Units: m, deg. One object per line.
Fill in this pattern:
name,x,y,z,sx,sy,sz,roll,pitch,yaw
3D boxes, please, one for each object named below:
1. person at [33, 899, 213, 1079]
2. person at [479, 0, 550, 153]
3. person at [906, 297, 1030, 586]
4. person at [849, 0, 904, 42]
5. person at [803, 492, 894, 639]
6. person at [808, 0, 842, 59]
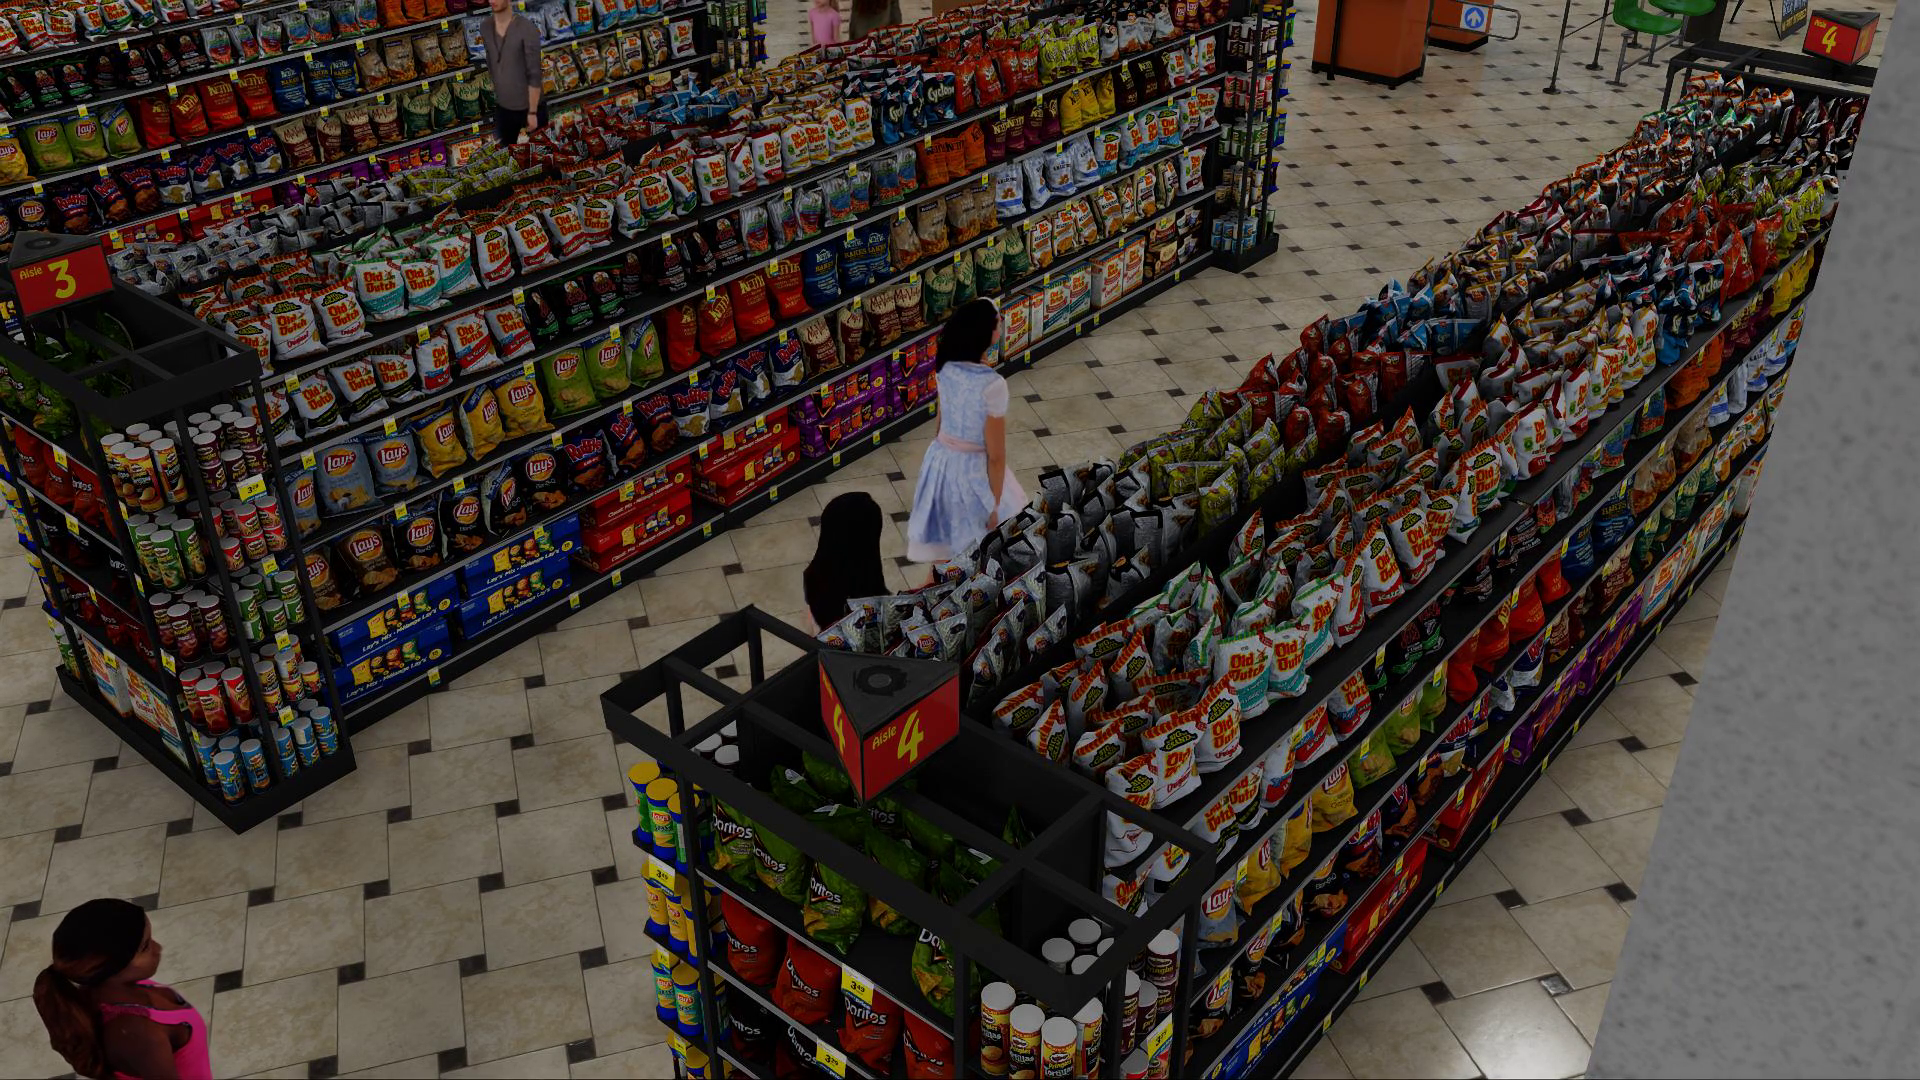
person,-2.126,1.643,4.469,0.551,1.726,0.538,25,40,35
person,-3.111,-3.141,12.021,0.935,1.869,1.215,11,34,17
person,-0.011,-0.166,7.322,0.678,1.781,0.819,22,38,31
person,-0.740,-4.131,13.996,0.685,1.465,0.712,8,33,12
person,-0.438,0.621,6.173,0.663,1.659,1.135,27,41,36
person,-1.097,-4.149,14.231,0.626,1.247,0.860,13,34,20
